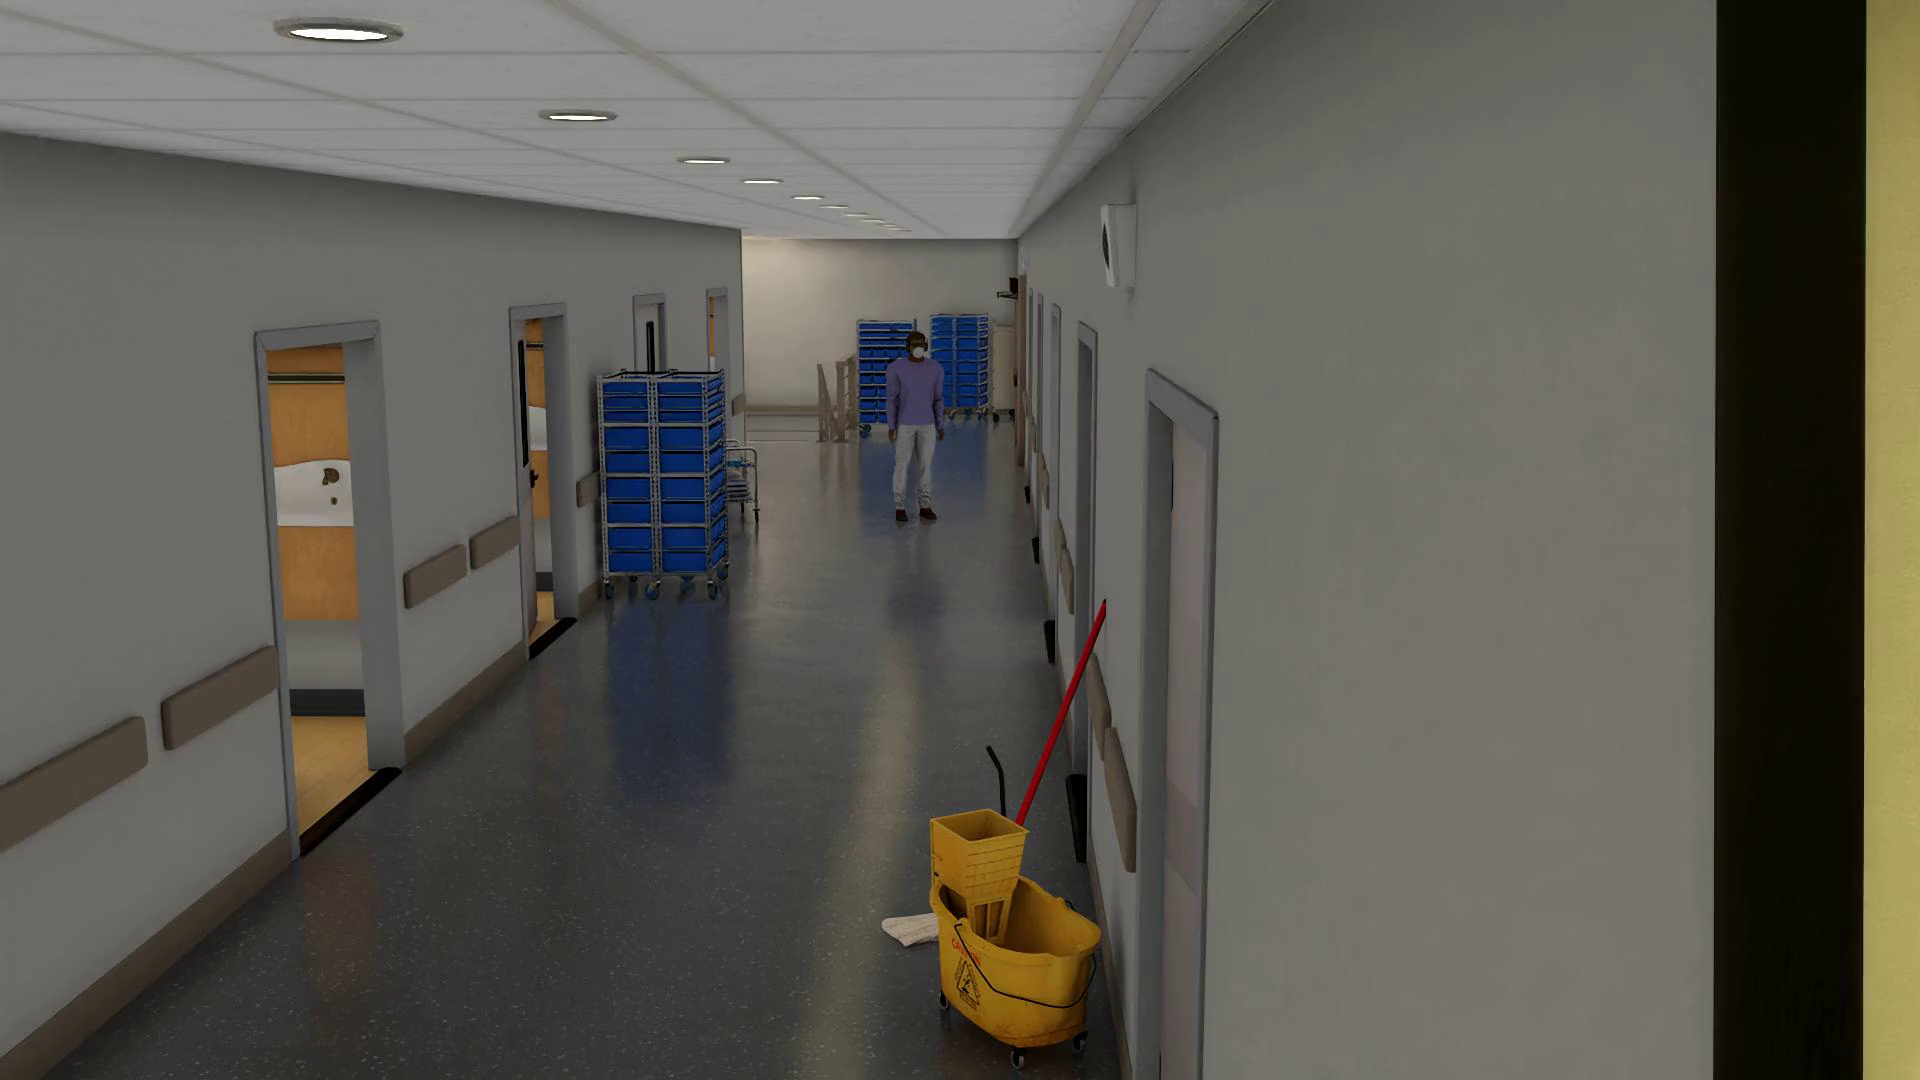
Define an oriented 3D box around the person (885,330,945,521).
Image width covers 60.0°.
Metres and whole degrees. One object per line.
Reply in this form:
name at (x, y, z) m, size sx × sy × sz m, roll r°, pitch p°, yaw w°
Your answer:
person at (-0.449, -1.163, 16.940) m, size 0.627 × 1.941 × 0.371 m, roll -3°, pitch 10°, yaw -19°
